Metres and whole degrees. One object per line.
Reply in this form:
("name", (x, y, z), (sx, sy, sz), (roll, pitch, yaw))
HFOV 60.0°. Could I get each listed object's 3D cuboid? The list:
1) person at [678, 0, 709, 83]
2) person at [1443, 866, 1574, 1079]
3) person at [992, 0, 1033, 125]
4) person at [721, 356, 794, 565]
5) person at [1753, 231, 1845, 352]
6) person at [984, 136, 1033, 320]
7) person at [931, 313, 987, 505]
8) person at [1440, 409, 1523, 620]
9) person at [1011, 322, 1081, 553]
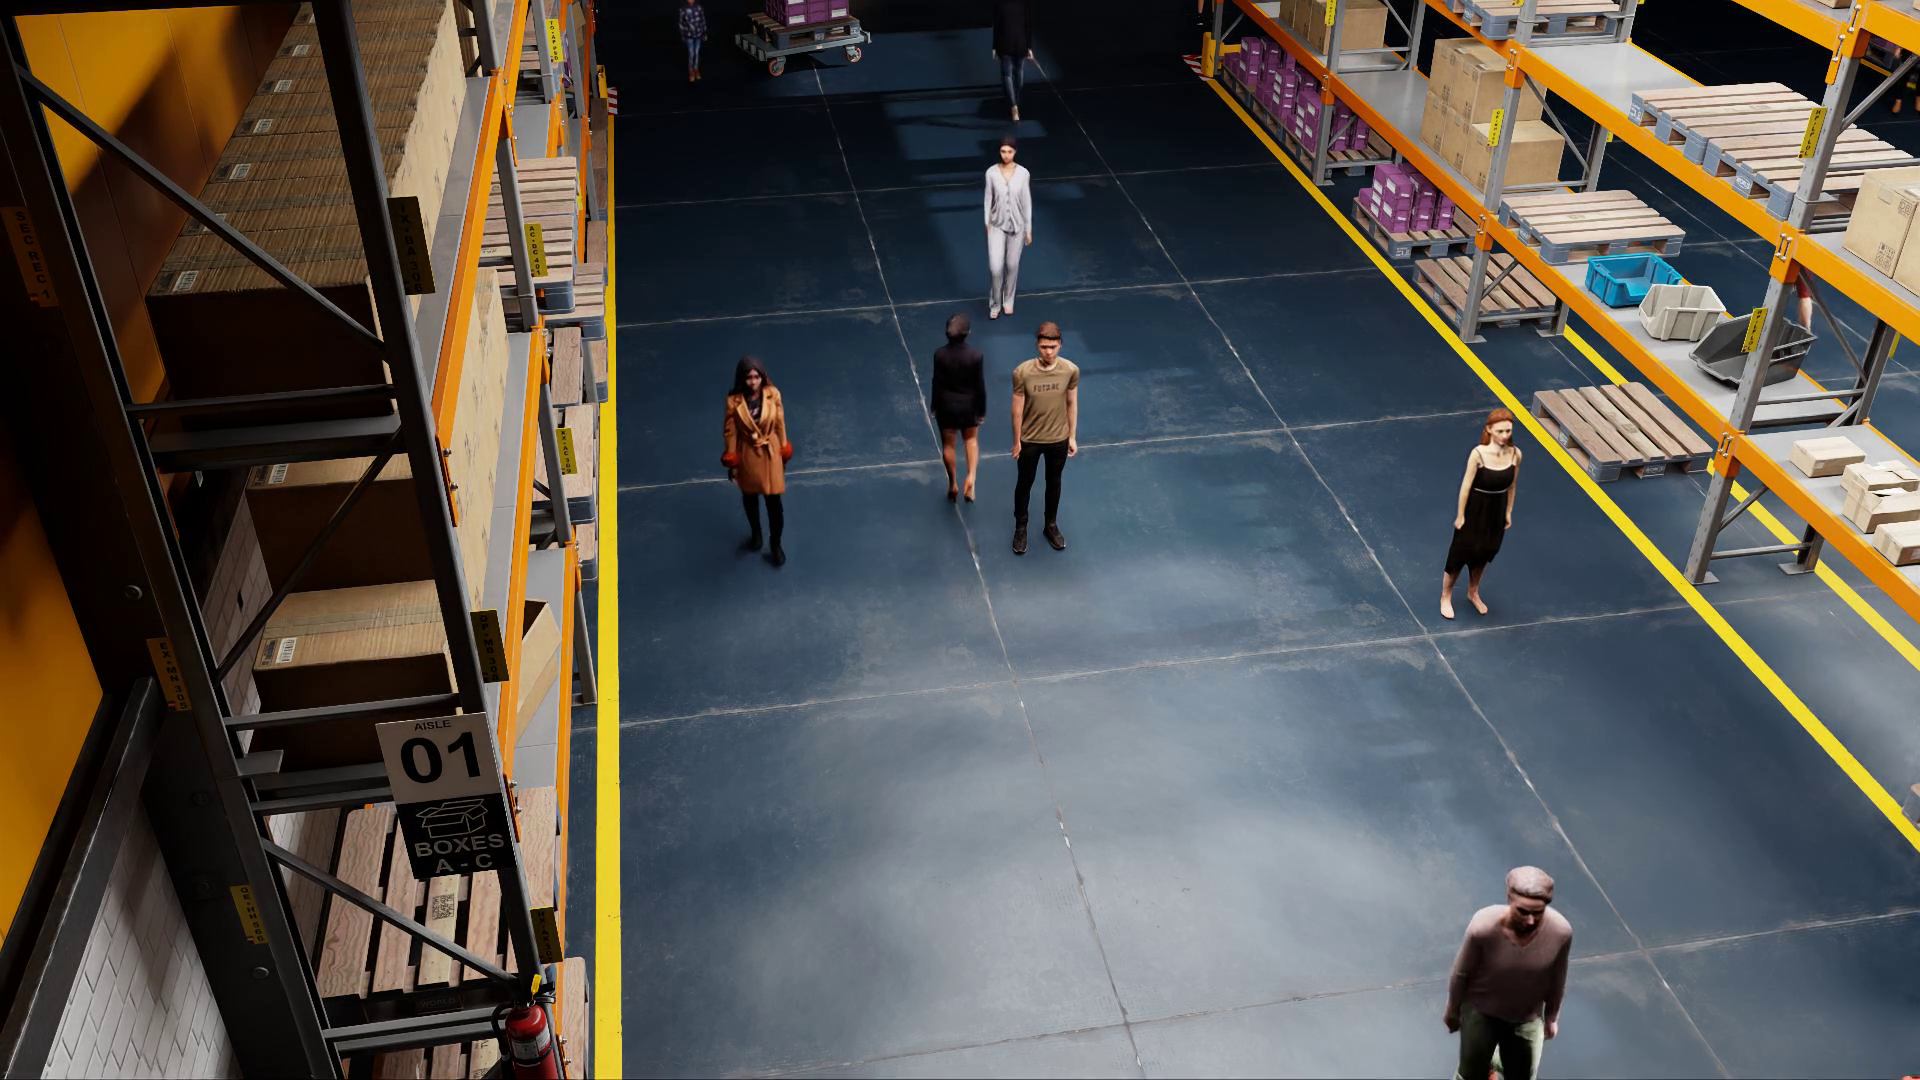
("person", (-3.509, -6.649, 21.731), (0.554, 1.242, 0.583), (-15, 36, -21))
("person", (2.557, 2.179, 7.892), (0.831, 1.860, 0.999), (2, 34, 4))
("person", (0.694, -5.983, 20.397), (0.748, 1.750, 1.050), (-4, 34, -6))
("person", (-1.502, -0.611, 12.238), (0.689, 1.695, 0.767), (-7, 34, -10))
("person", (7.770, -2.521, 15.098), (0.725, 1.710, 1.066), (-12, 35, -17))
("person", (0.449, -2.998, 15.769), (0.641, 1.762, 0.686), (-2, 34, -2))
("person", (-0.007, -0.948, 12.804), (0.597, 1.629, 0.708), (-3, 34, -5))
("person", (3.673, -0.197, 11.679), (0.555, 1.624, 0.553), (-4, 34, -7))
("person", (0.620, -0.774, 12.342), (0.650, 1.851, 0.555), (-4, 34, -7))
